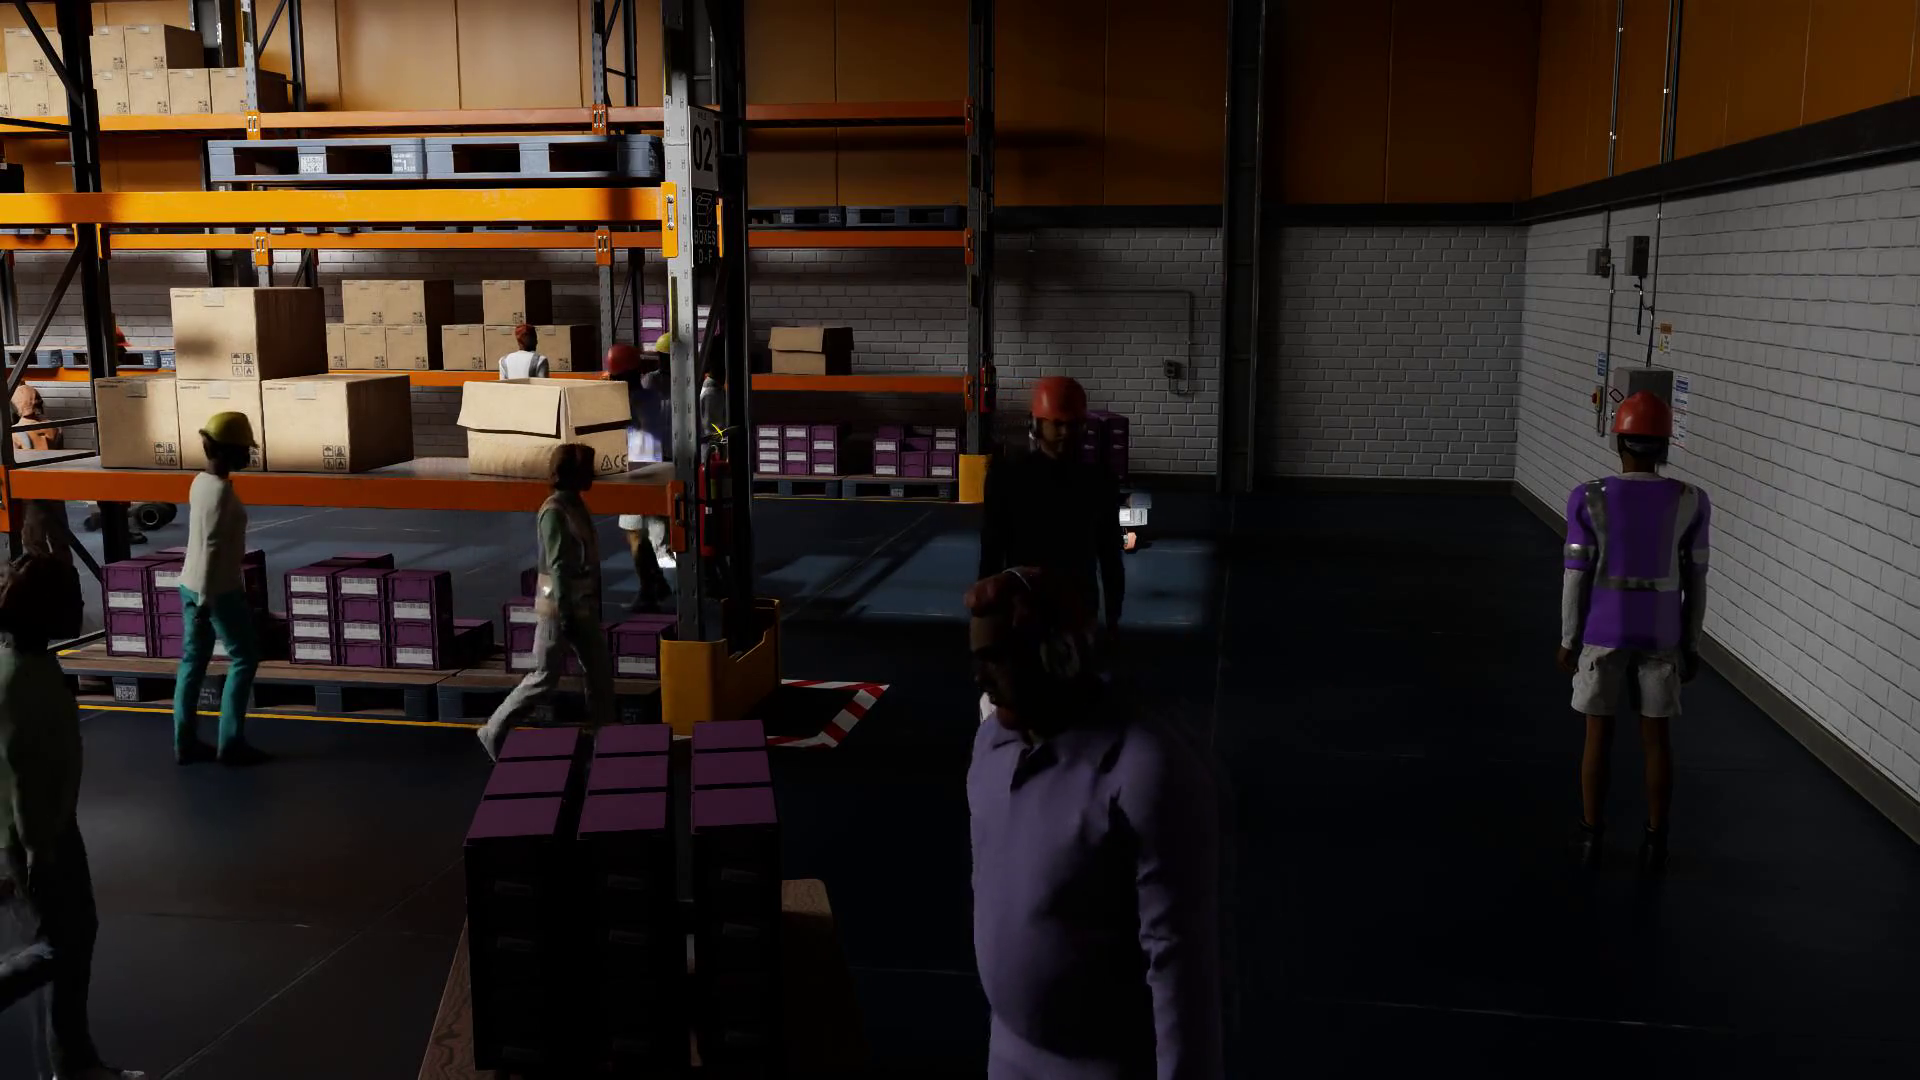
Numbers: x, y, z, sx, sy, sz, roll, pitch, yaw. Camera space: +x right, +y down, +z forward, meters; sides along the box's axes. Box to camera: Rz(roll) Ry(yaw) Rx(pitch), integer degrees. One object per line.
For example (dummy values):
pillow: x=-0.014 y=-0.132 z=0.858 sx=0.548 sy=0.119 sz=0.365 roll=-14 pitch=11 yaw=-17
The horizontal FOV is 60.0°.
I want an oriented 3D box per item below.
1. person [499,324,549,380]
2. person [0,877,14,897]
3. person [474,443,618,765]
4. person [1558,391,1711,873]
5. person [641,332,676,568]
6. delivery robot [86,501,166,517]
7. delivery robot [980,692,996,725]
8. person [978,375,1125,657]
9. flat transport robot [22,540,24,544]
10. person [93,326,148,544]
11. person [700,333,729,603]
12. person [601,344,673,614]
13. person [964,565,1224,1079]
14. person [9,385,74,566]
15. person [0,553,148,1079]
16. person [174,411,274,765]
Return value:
person: x=-4.418 y=-1.260 z=16.991 sx=0.575 sy=1.882 sz=0.360 roll=3 pitch=10 yaw=18
person: x=-3.941 y=0.474 z=6.381 sx=0.429 sy=1.837 sz=0.621 roll=-7 pitch=12 yaw=-39
person: x=-1.939 y=0.334 z=7.943 sx=0.774 sy=1.606 sz=0.518 roll=1 pitch=9 yaw=8
person: x=2.696 y=0.370 z=6.708 sx=0.551 sy=1.934 sz=0.372 roll=2 pitch=9 yaw=11
person: x=-2.387 y=-0.740 z=13.649 sx=0.374 sy=1.920 sz=0.585 roll=2 pitch=9 yaw=14
delivery robot: x=-7.810 y=-0.420 z=15.594 sx=0.707 sy=0.478 sz=0.477 roll=-2 pitch=9 yaw=-13
delivery robot: x=0.273 y=0.867 z=7.613 sx=0.477 sy=0.478 sz=0.707 roll=0 pitch=9 yaw=-2
person: x=0.394 y=0.299 z=6.996 sx=0.638 sy=1.983 sz=0.440 roll=-2 pitch=9 yaw=-14
flat transport robot: x=-8.797 y=-0.031 z=14.351 sx=0.652 sy=0.197 sz=1.431 roll=8 pitch=12 yaw=42
person: x=-7.475 y=-0.925 z=14.742 sx=0.361 sy=1.938 sz=0.545 roll=-6 pitch=11 yaw=-31
person: x=-1.774 y=-0.528 z=12.190 sx=0.362 sy=1.963 sz=0.614 roll=-2 pitch=9 yaw=-11
person: x=-2.290 y=-0.416 z=11.691 sx=0.410 sy=1.908 sz=0.542 roll=3 pitch=10 yaw=20
person: x=0.323 y=0.963 z=3.264 sx=0.695 sy=1.872 sz=0.694 roll=-6 pitch=11 yaw=-33
person: x=-6.402 y=-0.259 z=11.543 sx=0.314 sy=1.636 sz=0.514 roll=2 pitch=9 yaw=12
person: x=-2.690 y=0.841 z=4.753 sx=0.501 sy=1.613 sz=0.528 roll=-3 pitch=10 yaw=-18
person: x=-3.628 y=0.242 z=8.122 sx=0.481 sy=1.736 sz=0.534 roll=-8 pitch=12 yaw=-40
